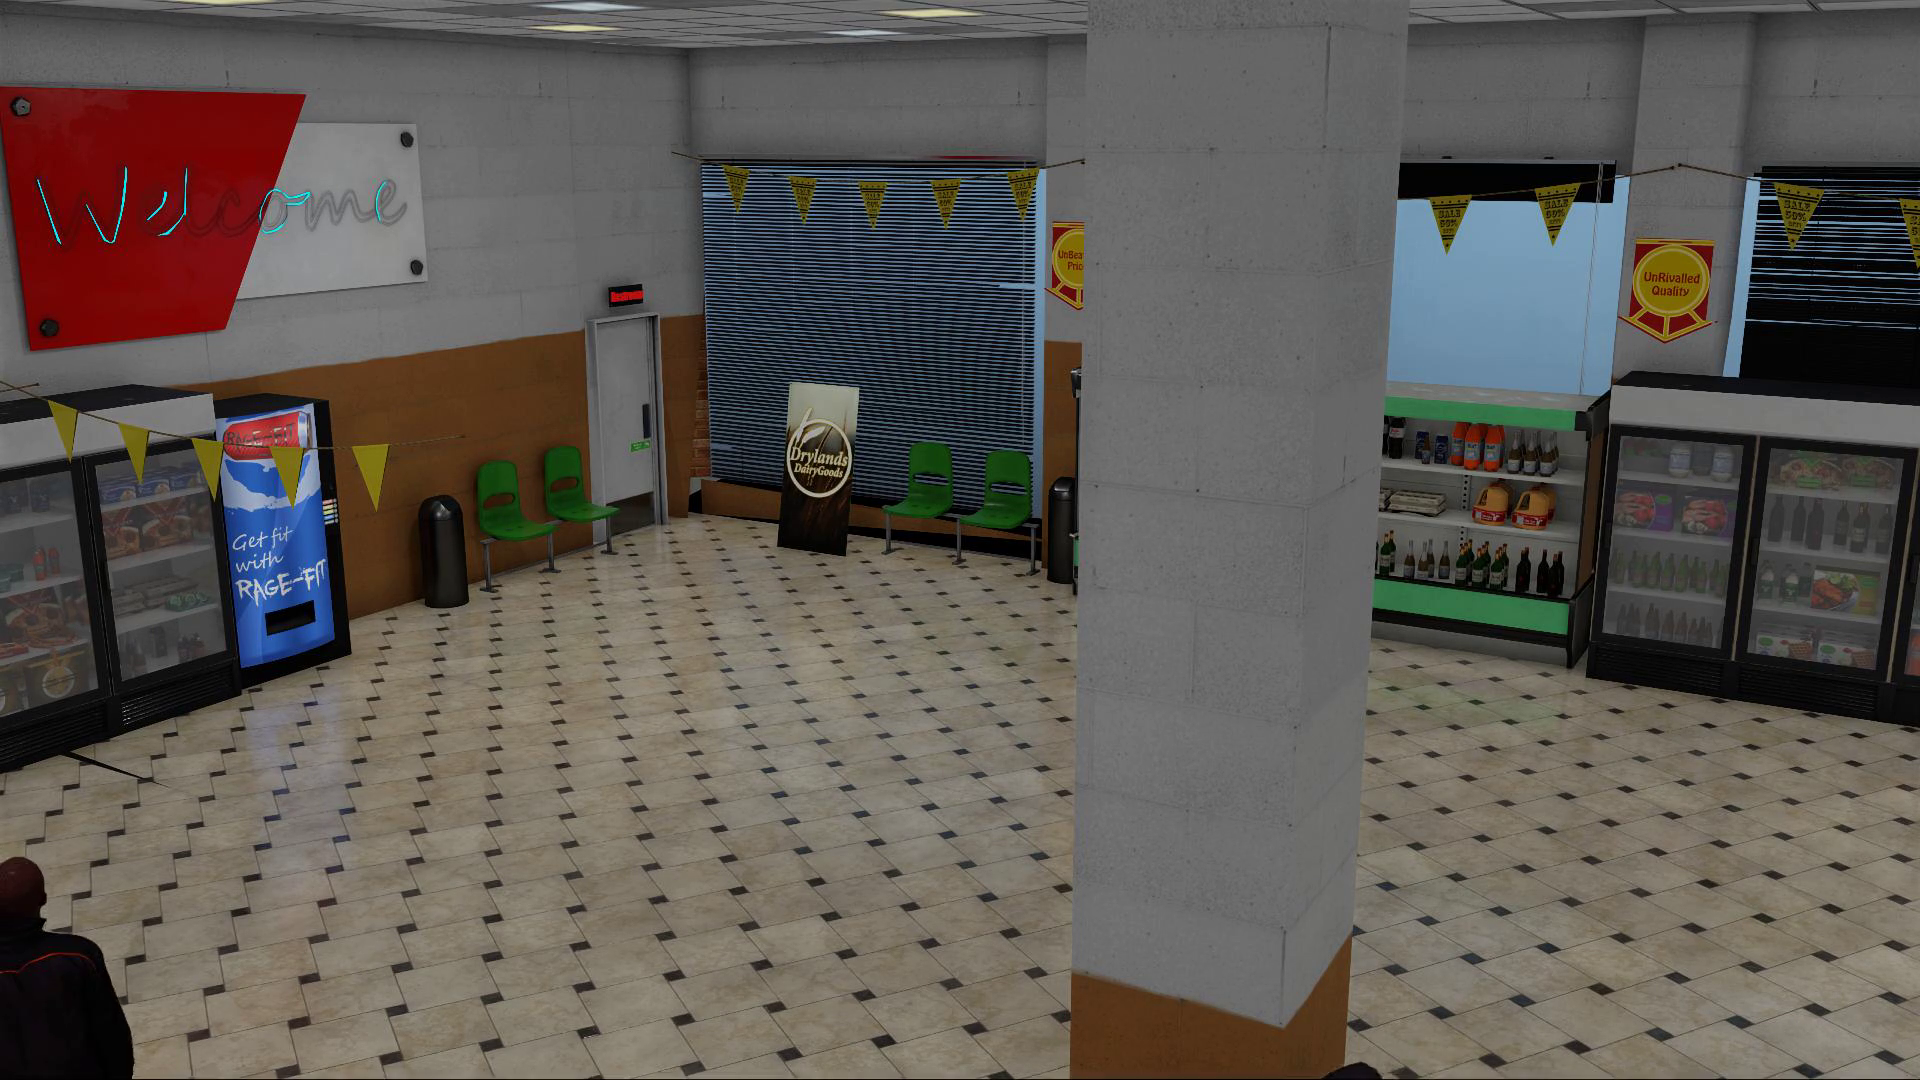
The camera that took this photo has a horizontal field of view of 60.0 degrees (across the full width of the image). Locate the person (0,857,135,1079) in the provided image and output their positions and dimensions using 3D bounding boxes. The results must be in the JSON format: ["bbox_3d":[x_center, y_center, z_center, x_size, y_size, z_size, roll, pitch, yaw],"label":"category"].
[{"bbox_3d":[-3.065,1.949,5.528,0.847,1.808,0.877,-6,15,-25],"label":"person"}]
